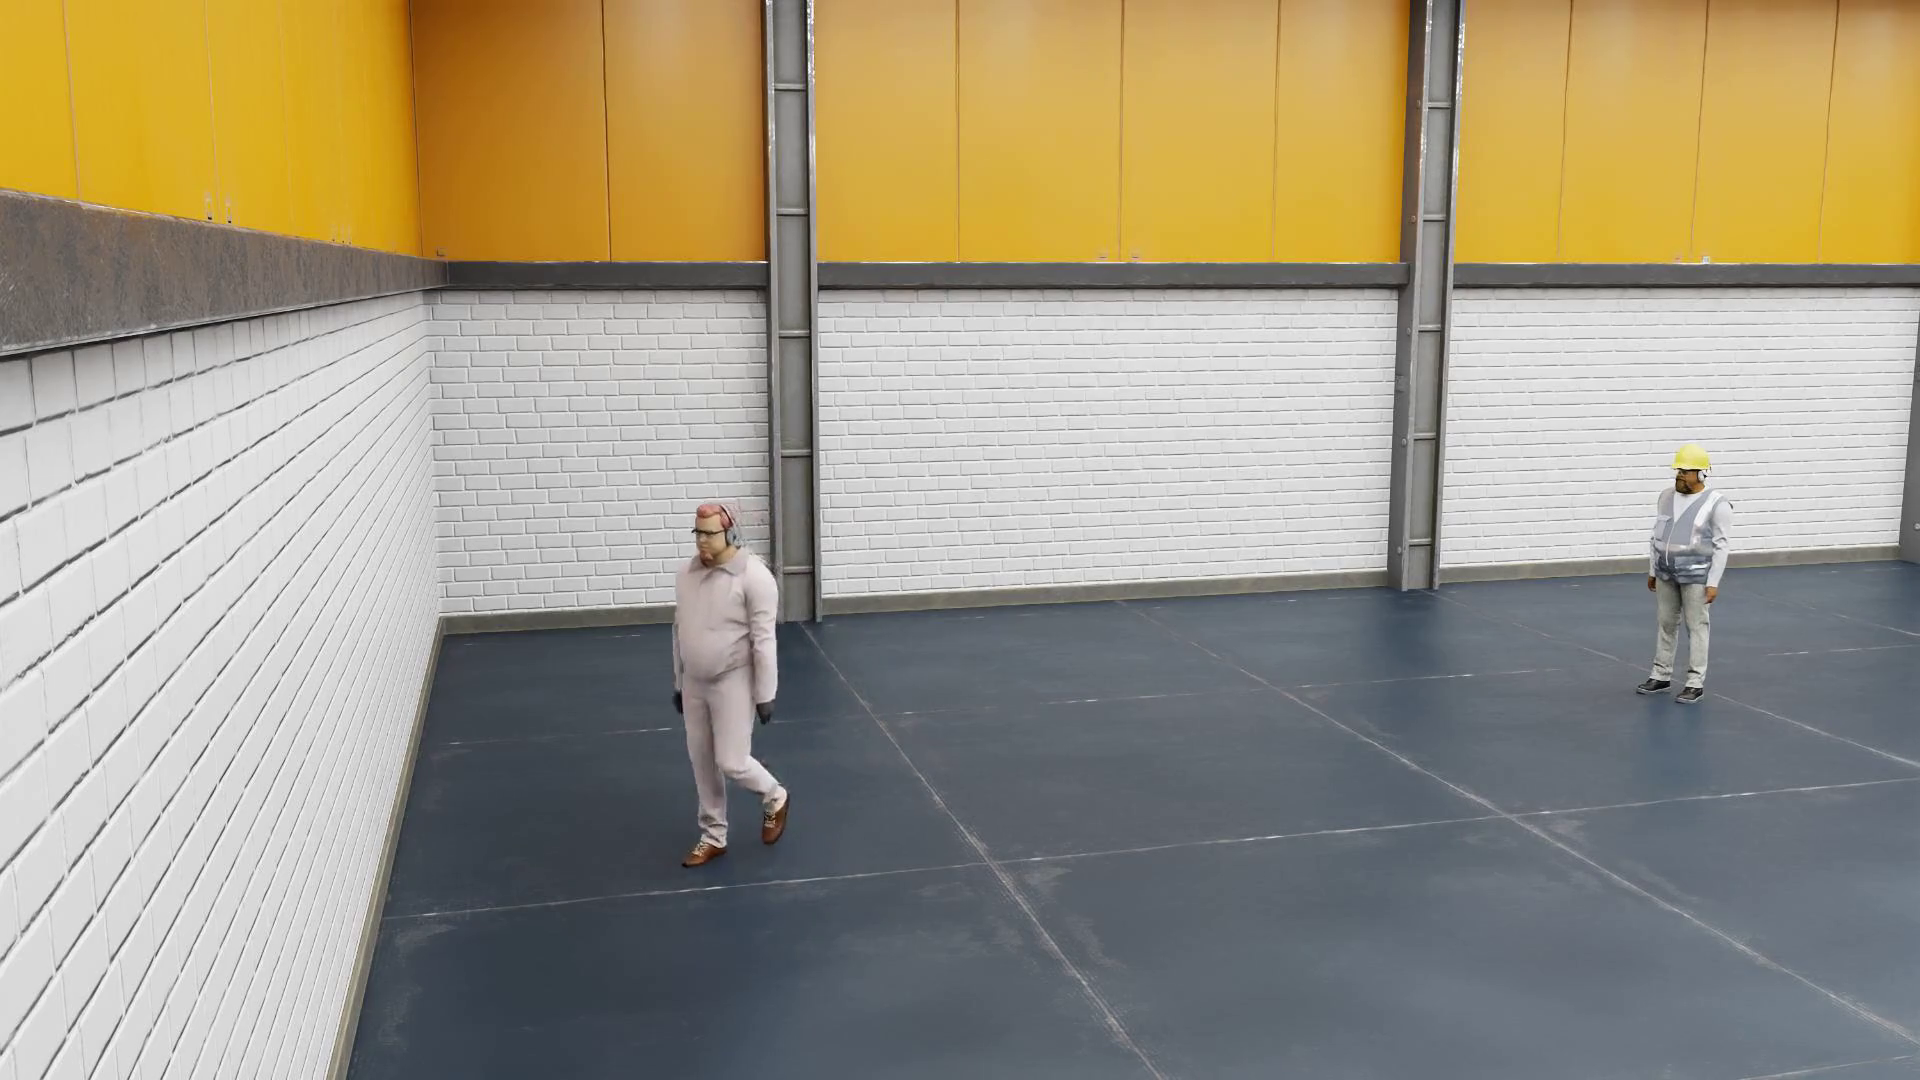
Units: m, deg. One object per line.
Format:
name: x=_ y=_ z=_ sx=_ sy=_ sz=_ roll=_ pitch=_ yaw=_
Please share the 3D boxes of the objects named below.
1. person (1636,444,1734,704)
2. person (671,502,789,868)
person: x=5.134 y=0.234 z=11.807 sx=0.404 sy=1.833 sz=0.587 roll=-5 pitch=11 yaw=-31
person: x=-1.202 y=0.729 z=8.561 sx=0.644 sy=1.892 sz=0.523 roll=6 pitch=11 yaw=34
